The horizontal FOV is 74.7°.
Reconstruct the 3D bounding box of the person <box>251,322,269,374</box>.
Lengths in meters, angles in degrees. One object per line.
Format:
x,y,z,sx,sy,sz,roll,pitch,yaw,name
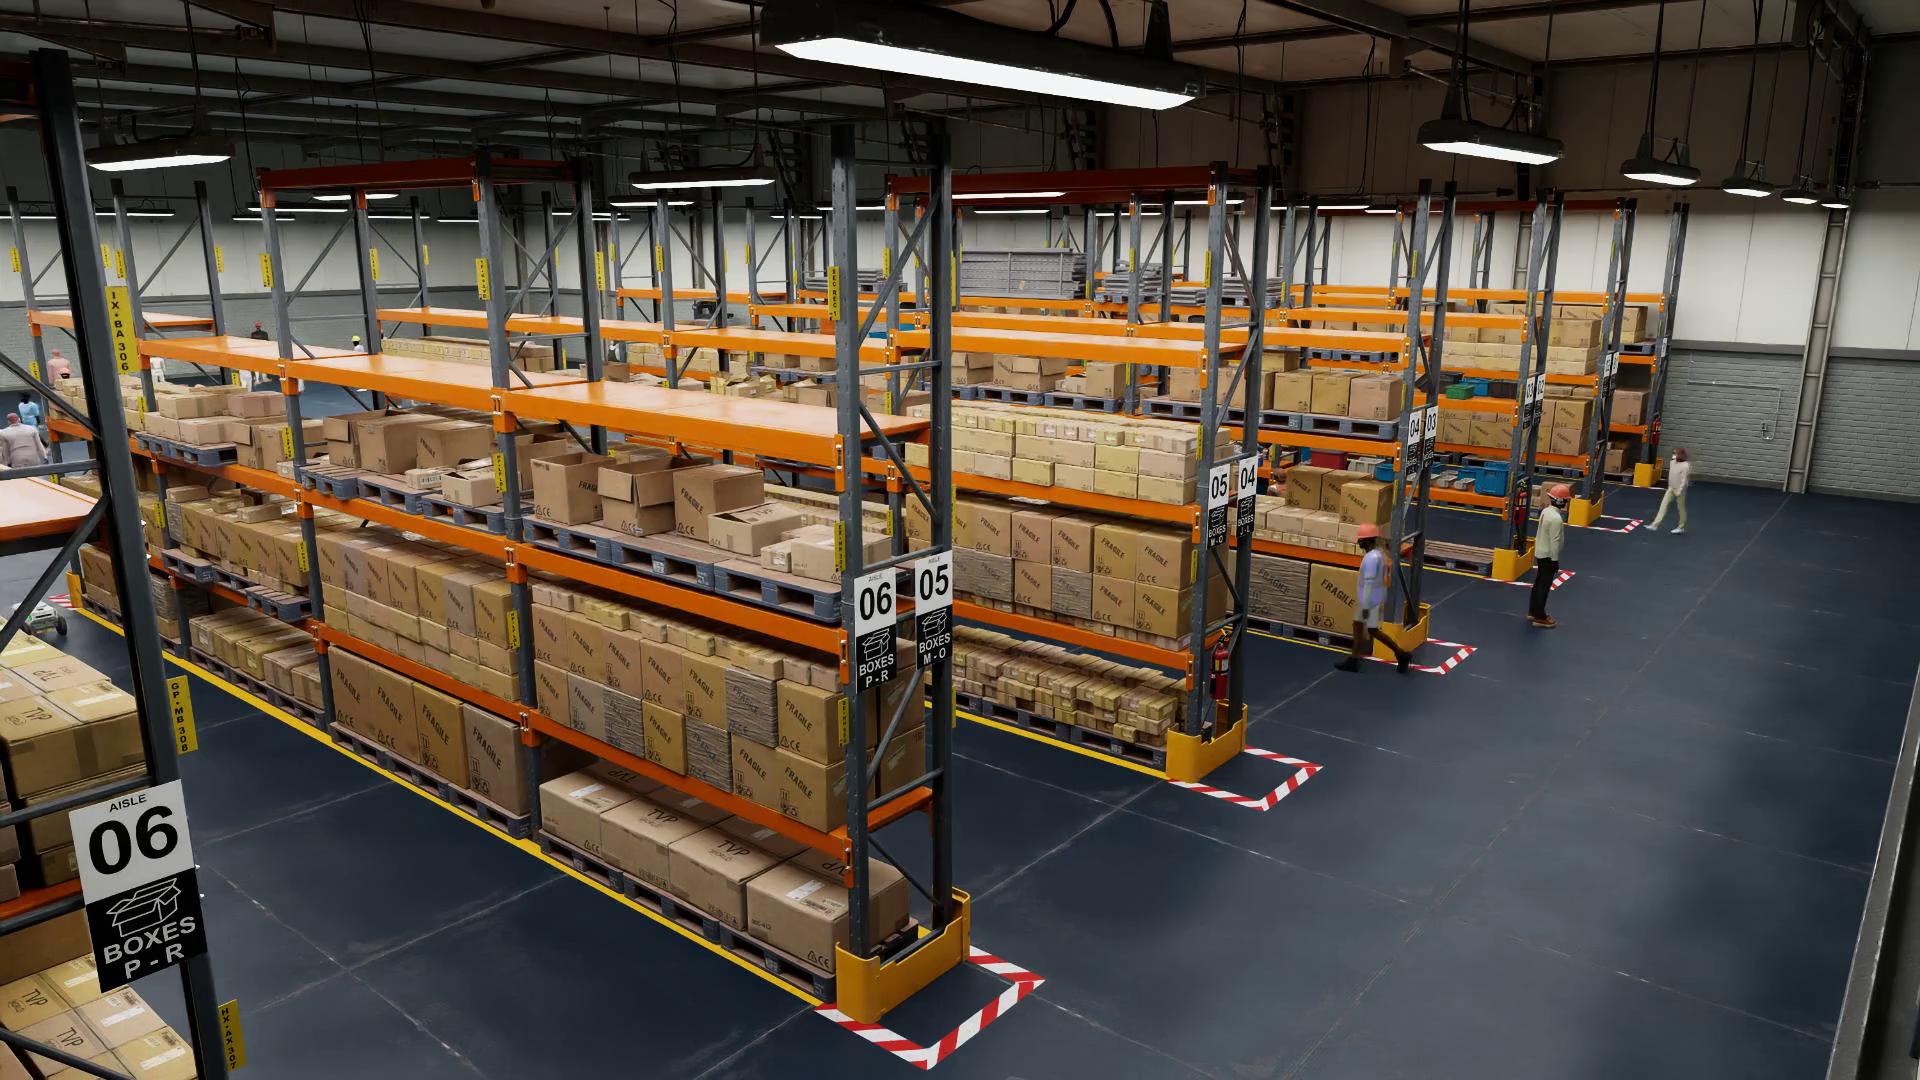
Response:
-27.566,-7.578,49.665,0.611,1.986,0.393,-10,17,-35,person

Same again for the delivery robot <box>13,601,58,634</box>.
-12.659,1.004,17.235,0.707,0.478,0.477,11,17,37,delivery robot

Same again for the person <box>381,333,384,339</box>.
-20.717,-6.467,45.236,0.590,1.918,0.389,-8,16,-30,person

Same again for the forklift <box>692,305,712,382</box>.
-9.511,-7.392,47.124,1.873,2.768,1.129,11,17,38,forklift

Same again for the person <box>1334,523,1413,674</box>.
5.201,0.742,15.646,0.869,1.894,0.591,6,15,22,person

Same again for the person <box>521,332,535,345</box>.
-16.705,-7.290,48.920,0.964,1.780,0.605,6,15,25,person

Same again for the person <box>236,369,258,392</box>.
-22.094,-4.923,39.043,0.566,1.835,0.859,-11,17,-38,person

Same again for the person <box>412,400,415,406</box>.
-17.372,-5.123,39.955,0.616,1.804,0.929,-10,17,-37,person

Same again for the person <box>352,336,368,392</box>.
-20.936,-6.146,43.894,0.388,1.926,0.590,-1,14,-6,person

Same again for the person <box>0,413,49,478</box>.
-18.951,-1.648,25.531,0.719,1.858,0.849,-11,18,-39,person

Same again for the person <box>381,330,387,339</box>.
-21.566,-6.896,47.012,0.410,1.912,0.651,0,14,2,person

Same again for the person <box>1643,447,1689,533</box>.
12.975,-0.901,22.982,0.801,1.593,0.526,-2,14,-8,person

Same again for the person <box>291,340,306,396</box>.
-22.606,-5.885,42.909,0.635,1.889,1.016,0,14,-1,person

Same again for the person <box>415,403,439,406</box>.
-14.374,-3.763,34.110,0.973,1.931,0.617,5,14,19,person

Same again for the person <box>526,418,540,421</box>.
-9.581,-2.382,28.437,0.436,1.920,0.565,-2,14,-9,person

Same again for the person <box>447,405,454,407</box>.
-11.142,-2.279,28.171,0.861,1.855,0.600,3,14,12,person

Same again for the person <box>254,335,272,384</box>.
-25.644,-6.631,46.199,0.716,1.791,0.699,-13,18,-42,person

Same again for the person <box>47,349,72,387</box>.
-27.923,-4.960,39.062,0.403,1.906,0.651,6,15,24,person

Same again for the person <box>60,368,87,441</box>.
-23.583,-3.591,33.382,0.542,1.929,0.368,-7,15,-28,person

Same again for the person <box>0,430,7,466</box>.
-20.322,-1.773,26.503,0.513,1.642,0.311,-2,14,-9,person

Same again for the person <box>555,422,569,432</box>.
-9.211,-2.550,29.272,0.448,1.846,0.589,5,15,20,person

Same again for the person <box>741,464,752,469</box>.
-3.535,-0.458,21.107,0.266,1.631,0.507,9,16,33,person

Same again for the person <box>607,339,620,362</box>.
-11.862,-6.133,43.696,0.693,2.000,0.774,13,19,43,person

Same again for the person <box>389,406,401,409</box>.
-16.610,-4.419,36.769,0.630,1.939,0.370,-8,16,-30,person

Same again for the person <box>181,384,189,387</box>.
-18.569,-2.842,30.436,0.584,1.856,0.799,2,14,8,person

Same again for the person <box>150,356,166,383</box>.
-26.621,-5.472,41.727,0.327,1.642,0.527,11,18,39,person

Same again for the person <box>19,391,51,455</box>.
-22.764,-2.856,30.918,0.538,1.666,0.835,4,14,17,person

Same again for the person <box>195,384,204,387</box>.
-17.797,-2.697,29.686,0.357,1.937,0.551,-9,16,-32,person

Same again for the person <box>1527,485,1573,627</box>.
8.278,0.206,17.655,0.412,1.987,0.622,3,14,11,person

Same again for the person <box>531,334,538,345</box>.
-16.751,-7.338,49.270,0.582,1.687,0.922,-4,14,-15,person

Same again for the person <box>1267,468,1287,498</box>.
5.258,-0.379,20.770,0.510,1.641,0.308,-5,15,-21,person
